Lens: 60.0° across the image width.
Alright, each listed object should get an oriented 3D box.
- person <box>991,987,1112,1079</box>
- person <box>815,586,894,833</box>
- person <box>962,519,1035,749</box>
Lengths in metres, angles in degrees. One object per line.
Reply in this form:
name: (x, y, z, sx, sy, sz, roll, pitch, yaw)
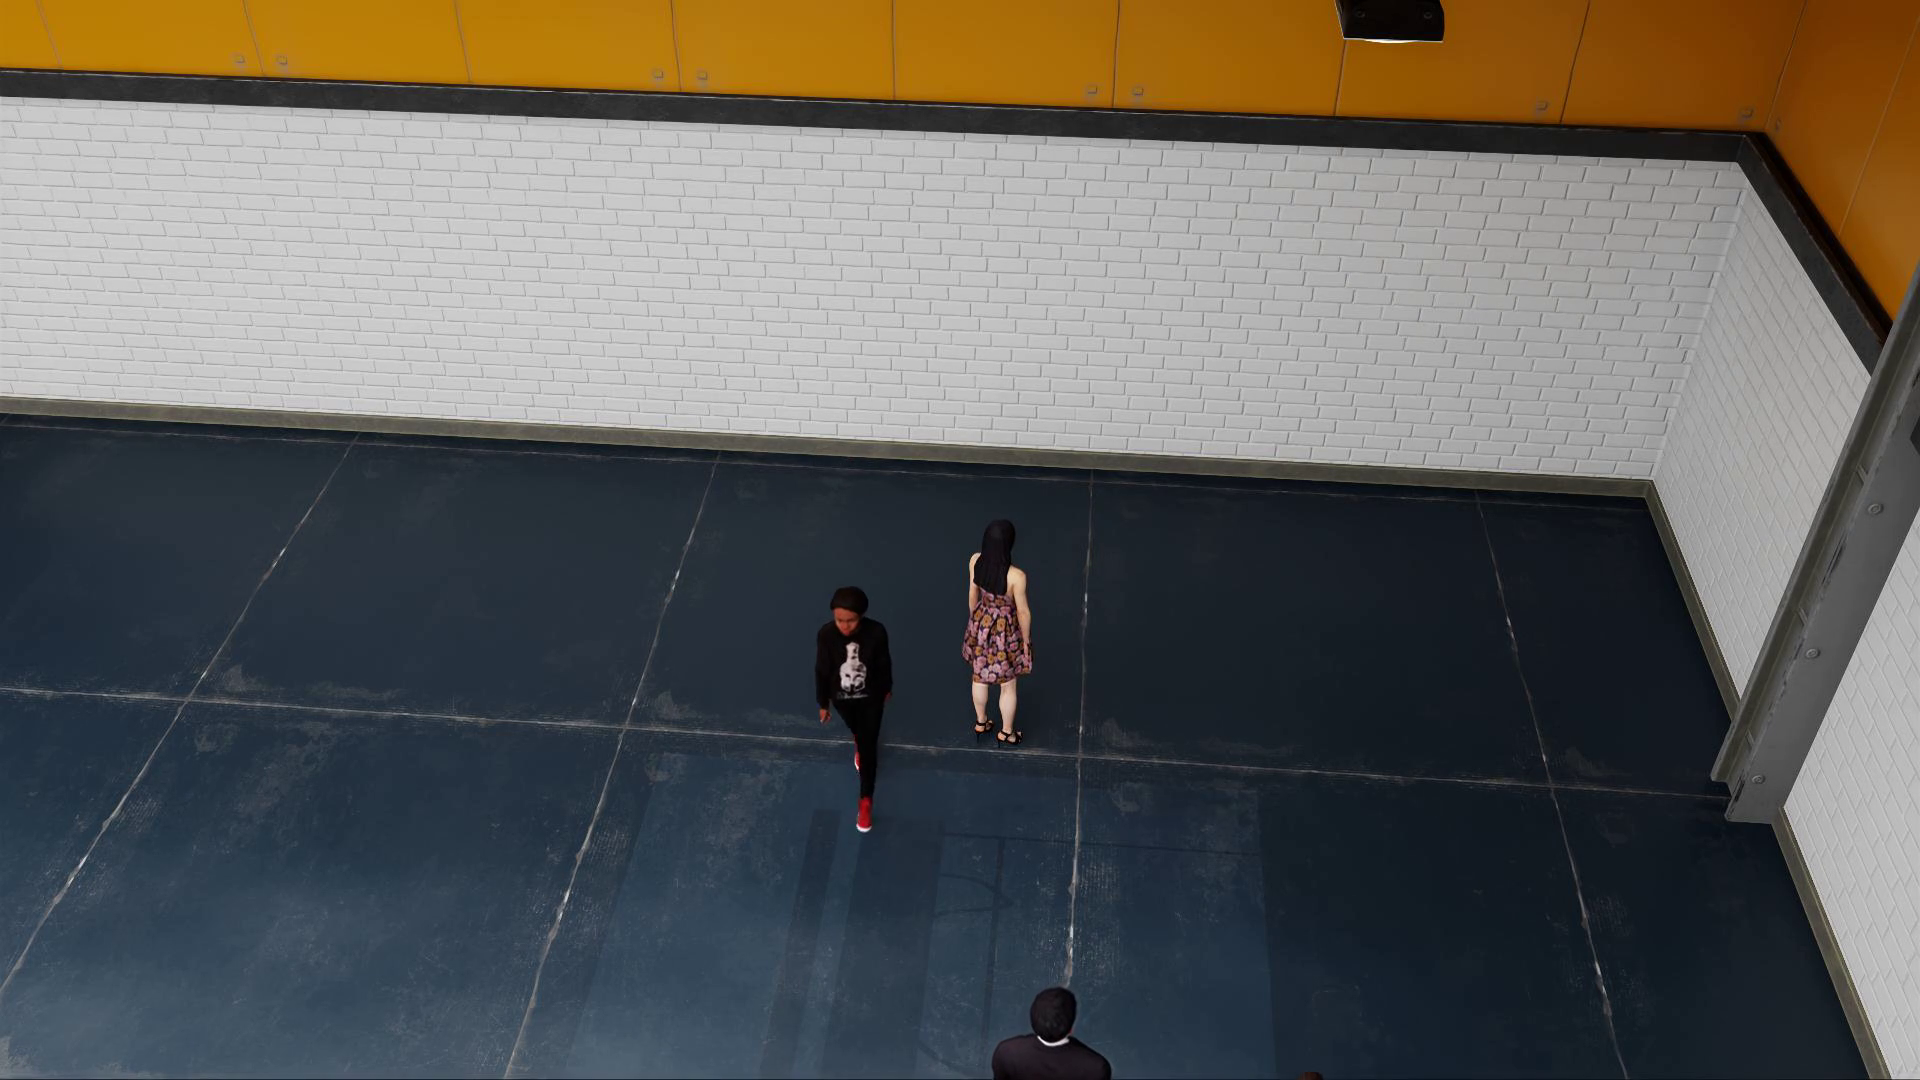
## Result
person: (0.401, 2.704, 7.643, 0.708, 1.883, 0.571, 6, 39, 8)
person: (-0.638, 0.879, 10.134, 0.632, 1.626, 1.086, 1, 39, 2)
person: (0.240, 0.587, 10.382, 0.786, 1.773, 0.820, 22, 43, 25)
